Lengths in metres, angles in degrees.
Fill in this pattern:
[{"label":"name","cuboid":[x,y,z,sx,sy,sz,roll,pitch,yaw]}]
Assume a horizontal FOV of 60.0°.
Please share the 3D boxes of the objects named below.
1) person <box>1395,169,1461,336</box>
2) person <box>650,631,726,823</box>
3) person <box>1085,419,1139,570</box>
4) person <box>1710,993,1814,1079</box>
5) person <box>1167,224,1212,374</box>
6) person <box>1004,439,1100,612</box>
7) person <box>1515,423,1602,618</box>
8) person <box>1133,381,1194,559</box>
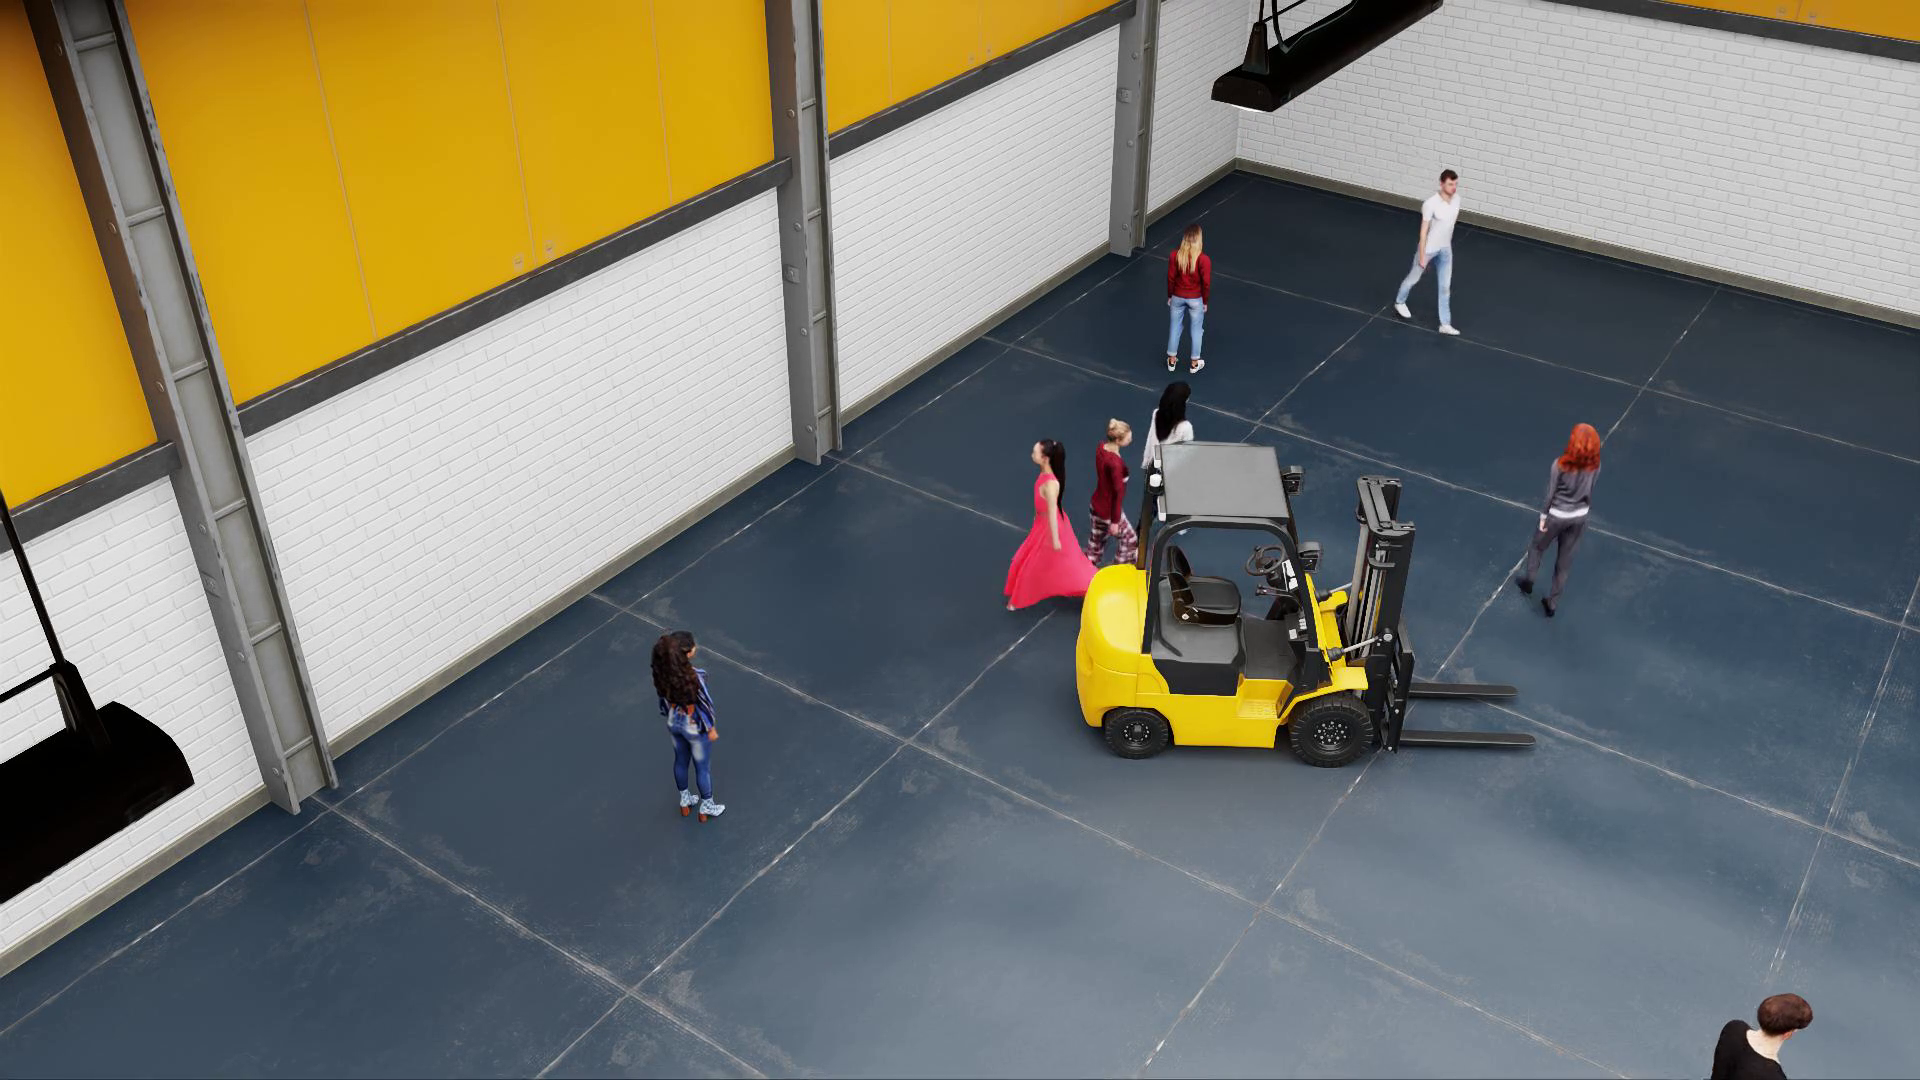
[{"label":"person","cuboid":[5.129,-3.196,18.240,1.244,1.798,1.145,-14,36,-20]},{"label":"person","cuboid":[-1.897,1.296,11.649,0.606,1.614,0.551,19,38,26]},{"label":"person","cuboid":[1.167,-0.258,13.926,0.913,1.680,0.853,-11,35,-16]},{"label":"person","cuboid":[3.937,3.099,8.704,1.145,1.871,1.065,-7,34,-11]},{"label":"person","cuboid":[2.378,-2.529,17.385,0.656,1.634,0.605,10,35,15]},{"label":"person","cuboid":[0.830,-0.075,13.645,0.979,1.687,1.118,3,34,5]},{"label":"person","cuboid":[4.991,-0.121,13.646,0.787,1.763,0.876,1,34,2]},{"label":"person","cuboid":[1.719,-0.560,14.415,1.237,1.643,0.882,-23,40,-30]}]
